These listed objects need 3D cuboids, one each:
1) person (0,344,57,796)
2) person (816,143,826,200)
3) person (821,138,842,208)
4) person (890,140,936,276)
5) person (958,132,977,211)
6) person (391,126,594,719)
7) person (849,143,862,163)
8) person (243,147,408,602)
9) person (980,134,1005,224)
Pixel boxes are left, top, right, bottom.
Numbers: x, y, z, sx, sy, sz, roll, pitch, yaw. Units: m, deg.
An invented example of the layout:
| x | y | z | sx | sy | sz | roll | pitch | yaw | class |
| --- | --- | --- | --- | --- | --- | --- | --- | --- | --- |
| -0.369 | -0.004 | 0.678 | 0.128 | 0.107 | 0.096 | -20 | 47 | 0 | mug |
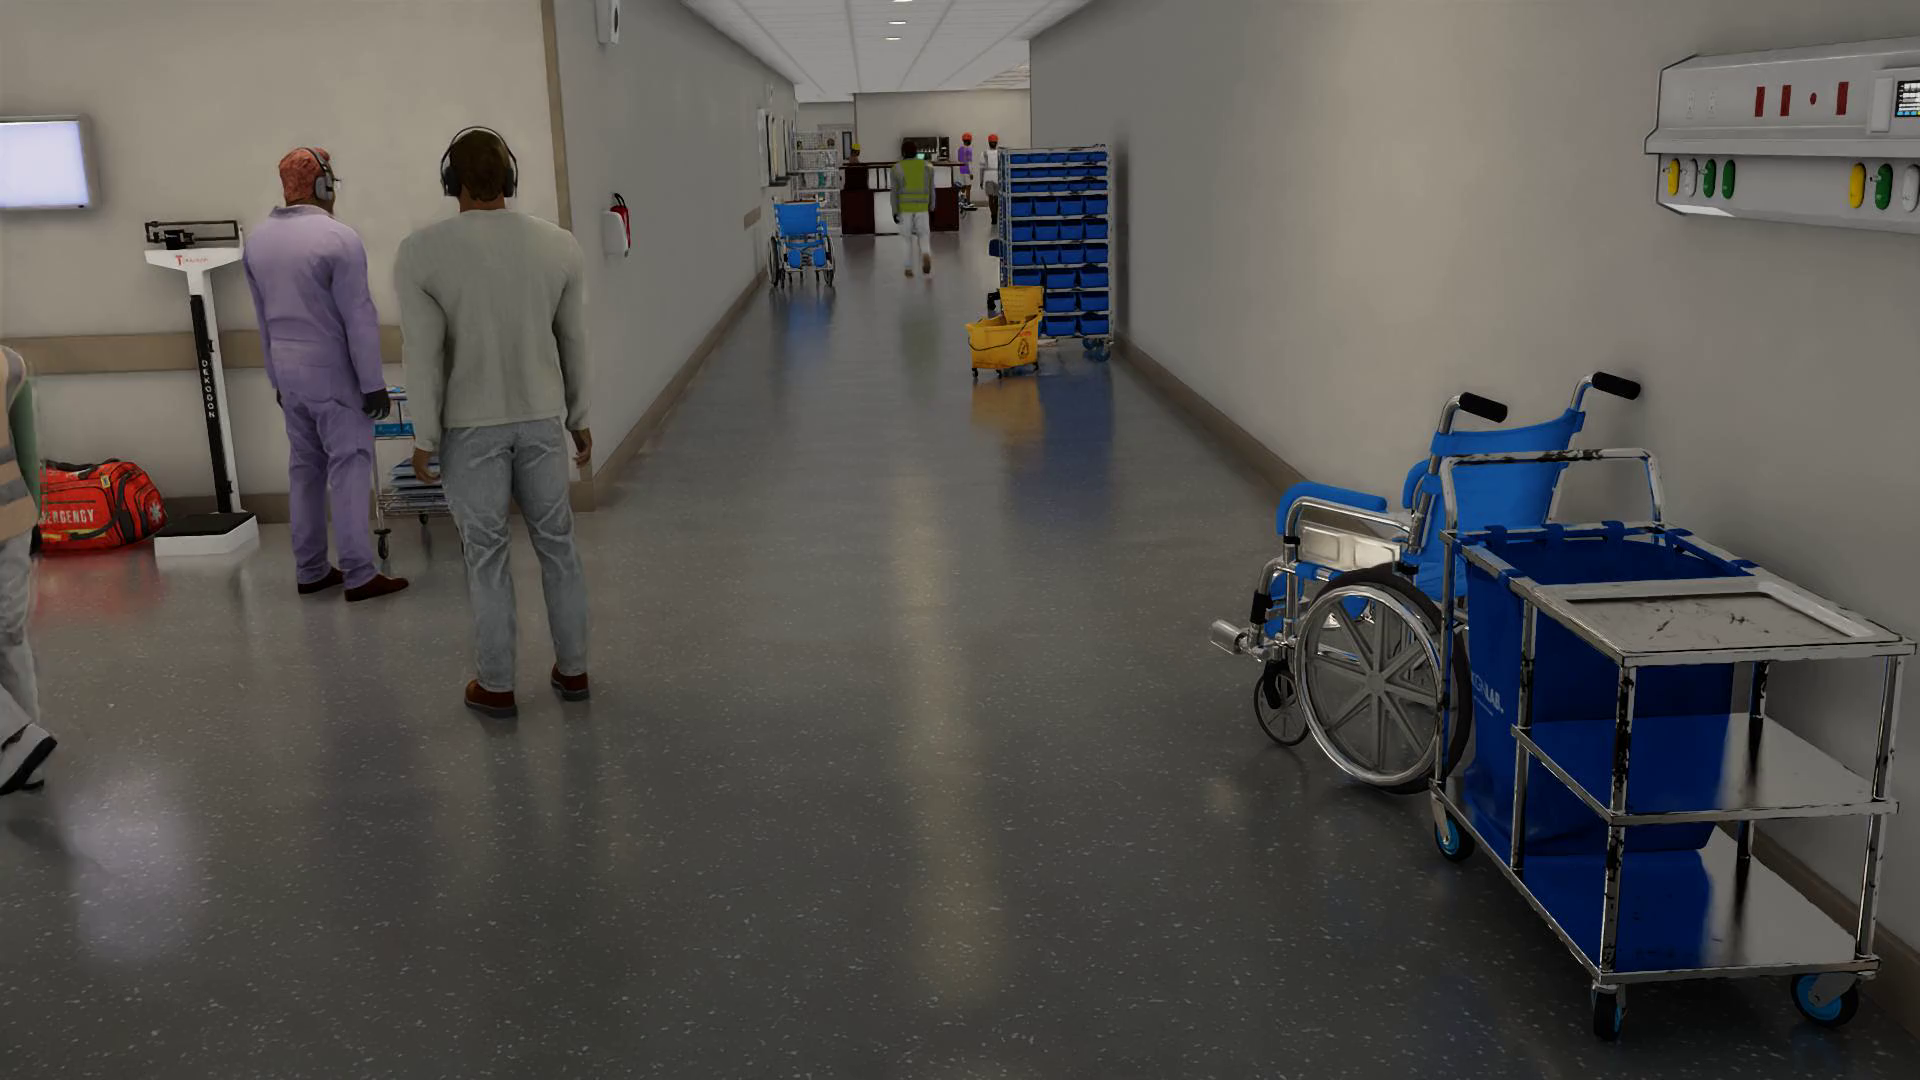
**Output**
| x | y | z | sx | sy | sz | roll | pitch | yaw | class |
| --- | --- | --- | --- | --- | --- | --- | --- | --- | --- |
| -2.900 | -0.016 | 4.863 | 0.393 | 1.621 | 0.531 | 4 | 15 | 20 | person |
| -4.304 | -11.574 | 52.238 | 0.331 | 1.765 | 0.533 | -11 | 16 | -33 | person |
| -3.411 | -9.728 | 44.295 | 0.573 | 1.883 | 0.354 | -12 | 17 | -37 | person |
| -0.633 | -4.481 | 22.518 | 0.641 | 1.830 | 0.607 | -5 | 14 | -12 | person |
| 0.188 | -9.247 | 41.781 | 0.364 | 1.935 | 0.553 | -9 | 16 | -29 | person |
| -1.512 | -0.374 | 5.515 | 0.637 | 1.938 | 0.357 | -10 | 16 | -32 | person |
| -2.414 | -8.324 | 38.675 | 0.328 | 1.760 | 0.524 | -7 | 15 | -21 | person |
| -2.669 | -0.691 | 7.050 | 0.650 | 1.901 | 0.398 | 6 | 16 | 30 | person |
| 0.708 | -7.670 | 35.342 | 0.556 | 1.896 | 0.970 | -2 | 14 | -3 | person |
